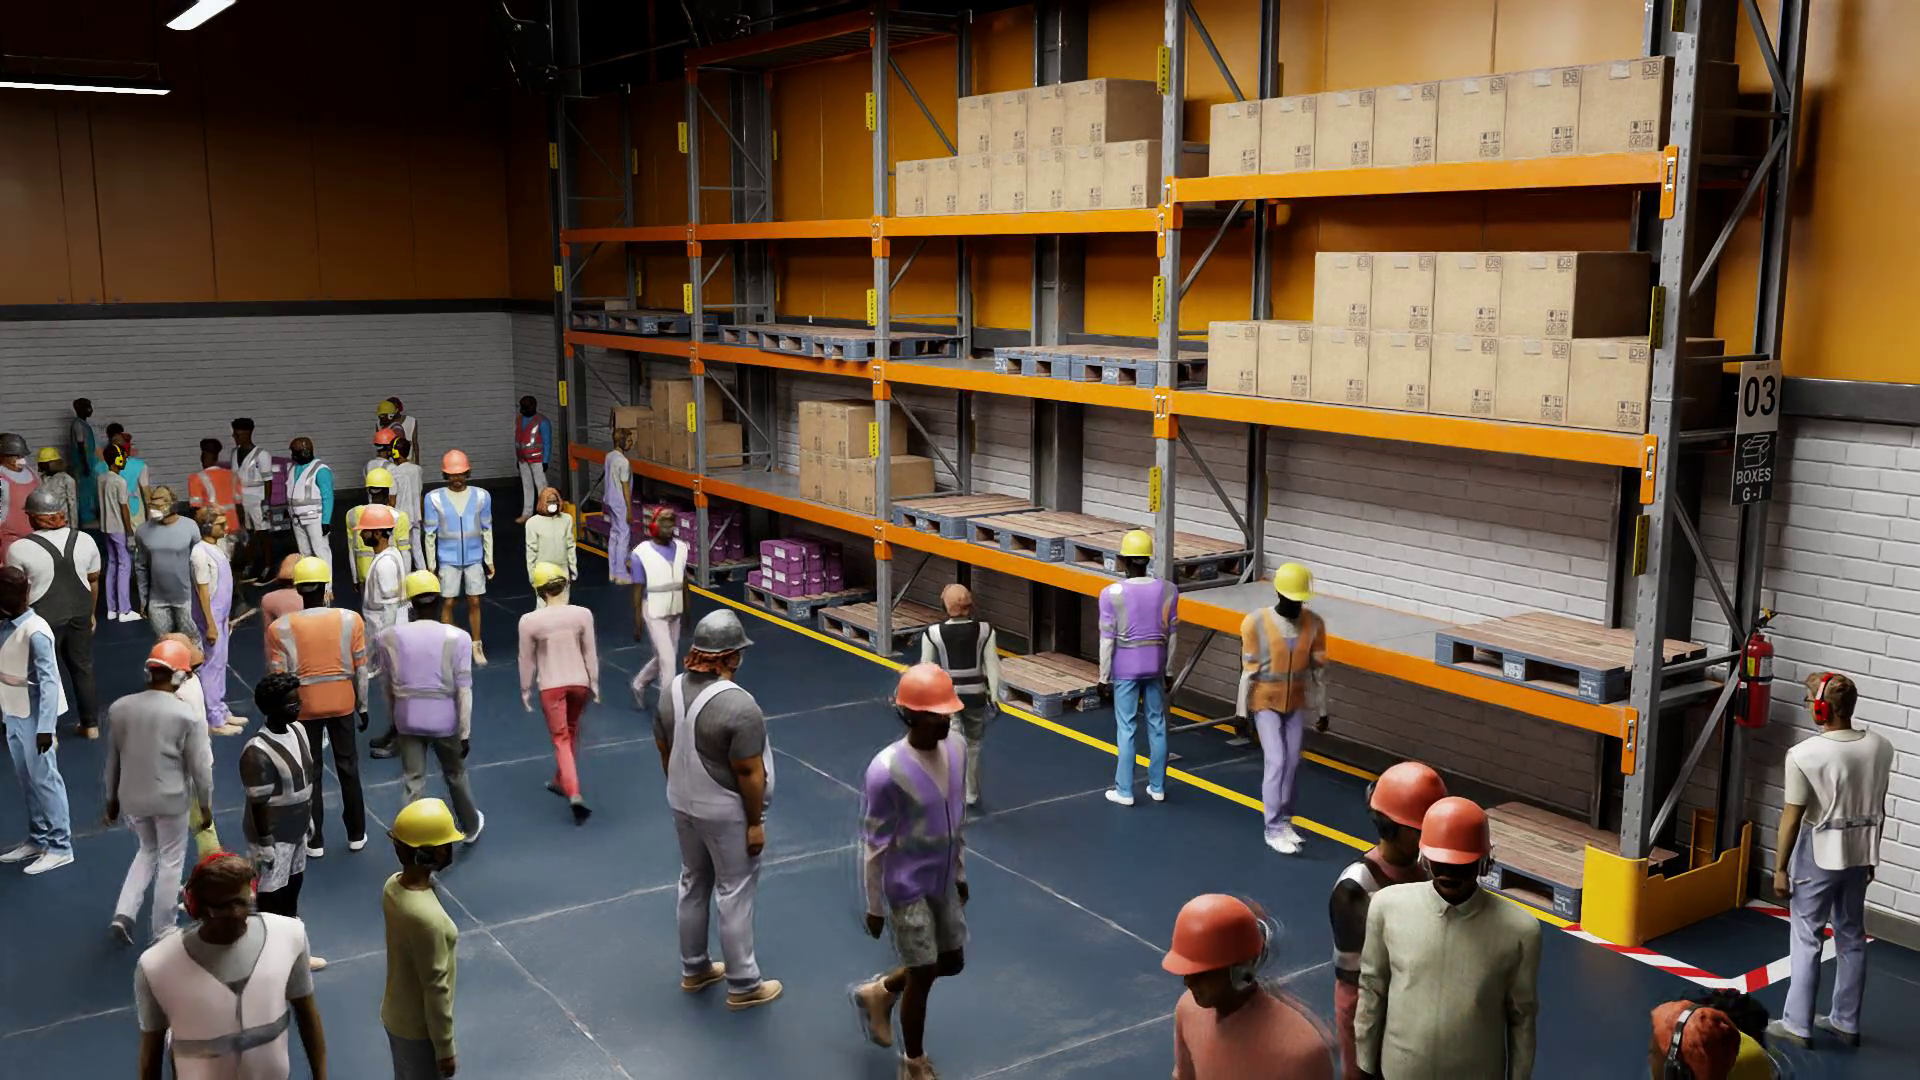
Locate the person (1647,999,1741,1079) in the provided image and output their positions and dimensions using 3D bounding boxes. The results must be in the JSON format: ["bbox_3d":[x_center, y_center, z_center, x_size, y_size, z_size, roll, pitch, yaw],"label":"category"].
[{"bbox_3d":[1.921,2.126,4.422,0.576,1.880,0.357,-6,11,-30],"label":"person"}]

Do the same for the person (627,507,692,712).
[{"bbox_3d":[-2.457,0.607,13.558,0.866,1.809,0.575,7,12,35],"label":"person"}]

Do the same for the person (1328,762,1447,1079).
[{"bbox_3d":[1.579,1.776,6.038,0.410,2.031,0.613,9,13,42],"label":"person"}]

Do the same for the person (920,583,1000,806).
[{"bbox_3d":[-0.020,1.085,11.296,0.540,1.607,0.741,-1,10,-9],"label":"person"}]

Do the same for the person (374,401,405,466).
[{"bbox_3d":[-7.884,-1.025,23.073,0.403,1.824,0.593,-7,12,-35],"label":"person"}]

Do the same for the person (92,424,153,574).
[{"bbox_3d":[-9.865,-0.460,19.670,0.960,1.853,0.724,3,10,15],"label":"person"}]

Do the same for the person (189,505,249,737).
[{"bbox_3d":[-5.924,0.637,13.252,0.346,1.846,0.506,-2,10,-13],"label":"person"}]

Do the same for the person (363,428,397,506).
[{"bbox_3d":[-6.291,-0.263,18.302,0.543,1.929,0.387,7,12,37],"label":"person"}]

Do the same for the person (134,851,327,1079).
[{"bbox_3d":[-2.537,1.932,5.827,0.576,1.798,0.979,-9,13,-43],"label":"person"}]

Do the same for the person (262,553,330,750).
[{"bbox_3d":[-4.969,0.898,12.479,0.504,1.593,0.825,-2,10,-10],"label":"person"}]

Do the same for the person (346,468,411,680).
[{"bbox_3d":[-5.202,0.312,14.964,0.581,1.919,0.398,1,10,5],"label":"person"}]

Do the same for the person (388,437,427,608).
[{"bbox_3d":[-6.020,-0.190,18.072,0.326,1.863,0.509,5,11,26],"label":"person"}]

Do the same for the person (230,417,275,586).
[{"bbox_3d":[-8.213,-0.447,19.273,0.608,1.960,0.369,5,11,26],"label":"person"}]

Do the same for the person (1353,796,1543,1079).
[{"bbox_3d":[1.662,1.842,5.738,0.609,1.995,0.375,3,10,18],"label":"person"}]

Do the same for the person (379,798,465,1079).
[{"bbox_3d":[-2.042,1.849,6.393,0.341,1.760,0.525,-6,11,-32],"label":"person"}]

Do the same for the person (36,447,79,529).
[{"bbox_3d":[-9.941,-0.167,18.307,0.487,1.735,0.338,1,10,9],"label":"person"}]

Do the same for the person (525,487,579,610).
[{"bbox_3d":[-3.908,0.293,15.923,0.506,1.625,0.278,-8,13,-41],"label":"person"}]

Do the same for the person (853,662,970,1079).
[{"bbox_3d":[-0.242,1.518,7.526,0.633,2.030,0.607,7,12,37],"label":"person"}]

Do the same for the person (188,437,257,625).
[{"bbox_3d":[-7.682,-0.105,17.418,0.845,1.927,0.633,3,10,19],"label":"person"}]

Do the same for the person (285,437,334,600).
[{"bbox_3d":[-7.168,-0.219,18.311,0.627,1.836,0.429,6,11,31],"label":"person"}]

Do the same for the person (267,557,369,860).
[{"bbox_3d":[-4.049,1.062,10.539,0.584,1.919,0.382,-5,11,-28],"label":"person"}]

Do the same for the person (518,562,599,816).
[{"bbox_3d":[-2.732,1.013,11.426,0.529,1.715,0.848,-6,11,-31],"label":"person"}]

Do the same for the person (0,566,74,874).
[{"bbox_3d":[-5.775,1.099,10.329,0.598,1.915,0.375,8,12,39],"label":"person"}]

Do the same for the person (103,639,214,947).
[{"bbox_3d":[-4.364,1.408,9.088,0.597,1.715,0.493,2,10,11],"label":"person"}]

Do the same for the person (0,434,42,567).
[{"bbox_3d":[-9.552,-0.081,16.893,0.602,2.000,0.692,3,10,15],"label":"person"}]

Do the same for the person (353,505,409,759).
[{"bbox_3d":[-4.380,0.693,12.653,0.360,1.939,0.543,-3,10,-17],"label":"person"}]

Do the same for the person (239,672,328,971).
[{"bbox_3d":[-3.520,1.506,8.618,0.322,1.690,0.532,1,10,3],"label":"person"}]

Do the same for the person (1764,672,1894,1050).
[{"bbox_3d":[4.167,1.545,7.957,0.567,1.835,0.398,-2,10,-13],"label":"person"}]

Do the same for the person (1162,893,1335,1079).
[{"bbox_3d":[0.849,1.988,4.956,0.496,1.966,0.657,-6,11,-30],"label":"person"}]

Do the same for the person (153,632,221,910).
[{"bbox_3d":[-4.520,1.341,9.745,0.267,1.631,0.507,-5,11,-27],"label":"person"}]

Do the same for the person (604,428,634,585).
[{"bbox_3d":[-3.938,-0.392,19.336,0.357,1.835,0.516,-7,12,-35],"label":"person"}]

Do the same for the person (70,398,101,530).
[{"bbox_3d":[-12.214,-1.066,23.245,0.331,1.844,0.520,-4,11,-24],"label":"person"}]

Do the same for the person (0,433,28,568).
[{"bbox_3d":[-10.713,-0.295,18.750,0.339,1.839,0.509,6,11,33],"label":"person"}]

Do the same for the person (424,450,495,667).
[{"bbox_3d":[-4.606,0.181,15.352,0.615,2.040,0.391,-4,11,-24],"label":"person"}]

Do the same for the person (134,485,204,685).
[{"bbox_3d":[-6.506,0.500,13.784,0.635,1.936,0.351,1,10,3],"label":"person"}]

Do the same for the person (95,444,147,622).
[{"bbox_3d":[-8.794,-0.073,17.383,0.512,1.862,0.329,6,12,34],"label":"person"}]

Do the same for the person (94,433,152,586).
[{"bbox_3d":[-9.325,-0.270,18.588,0.565,1.841,0.396,-1,10,-7],"label":"person"}]

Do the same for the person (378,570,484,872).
[{"bbox_3d":[-3.292,1.117,10.370,0.588,1.865,0.946,-1,10,-5],"label":"person"}]

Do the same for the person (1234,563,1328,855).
[{"bbox_3d":[2.081,1.062,10.665,0.656,1.886,0.501,-3,10,-19],"label":"person"}]

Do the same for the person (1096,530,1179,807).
[{"bbox_3d":[1.222,0.890,11.527,0.587,1.928,0.382,-3,10,-16],"label":"person"}]

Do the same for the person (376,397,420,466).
[{"bbox_3d":[-7.958,-1.115,23.591,0.574,1.830,0.410,-2,10,-11],"label":"person"}]

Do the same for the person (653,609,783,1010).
[{"bbox_3d":[-1.204,1.348,8.505,0.683,2.000,0.536,8,13,40],"label":"person"}]

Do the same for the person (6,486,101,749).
[{"bbox_3d":[-7.076,0.592,12.944,0.537,2.000,0.682,6,11,32],"label":"person"}]

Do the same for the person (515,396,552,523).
[{"bbox_3d":[-6.098,-1.138,23.696,0.624,1.841,0.430,6,11,31],"label":"person"}]

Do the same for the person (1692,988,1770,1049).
[{"bbox_3d":[2.116,2.134,5.012,0.739,1.674,0.543,1,10,8],"label":"person"}]
